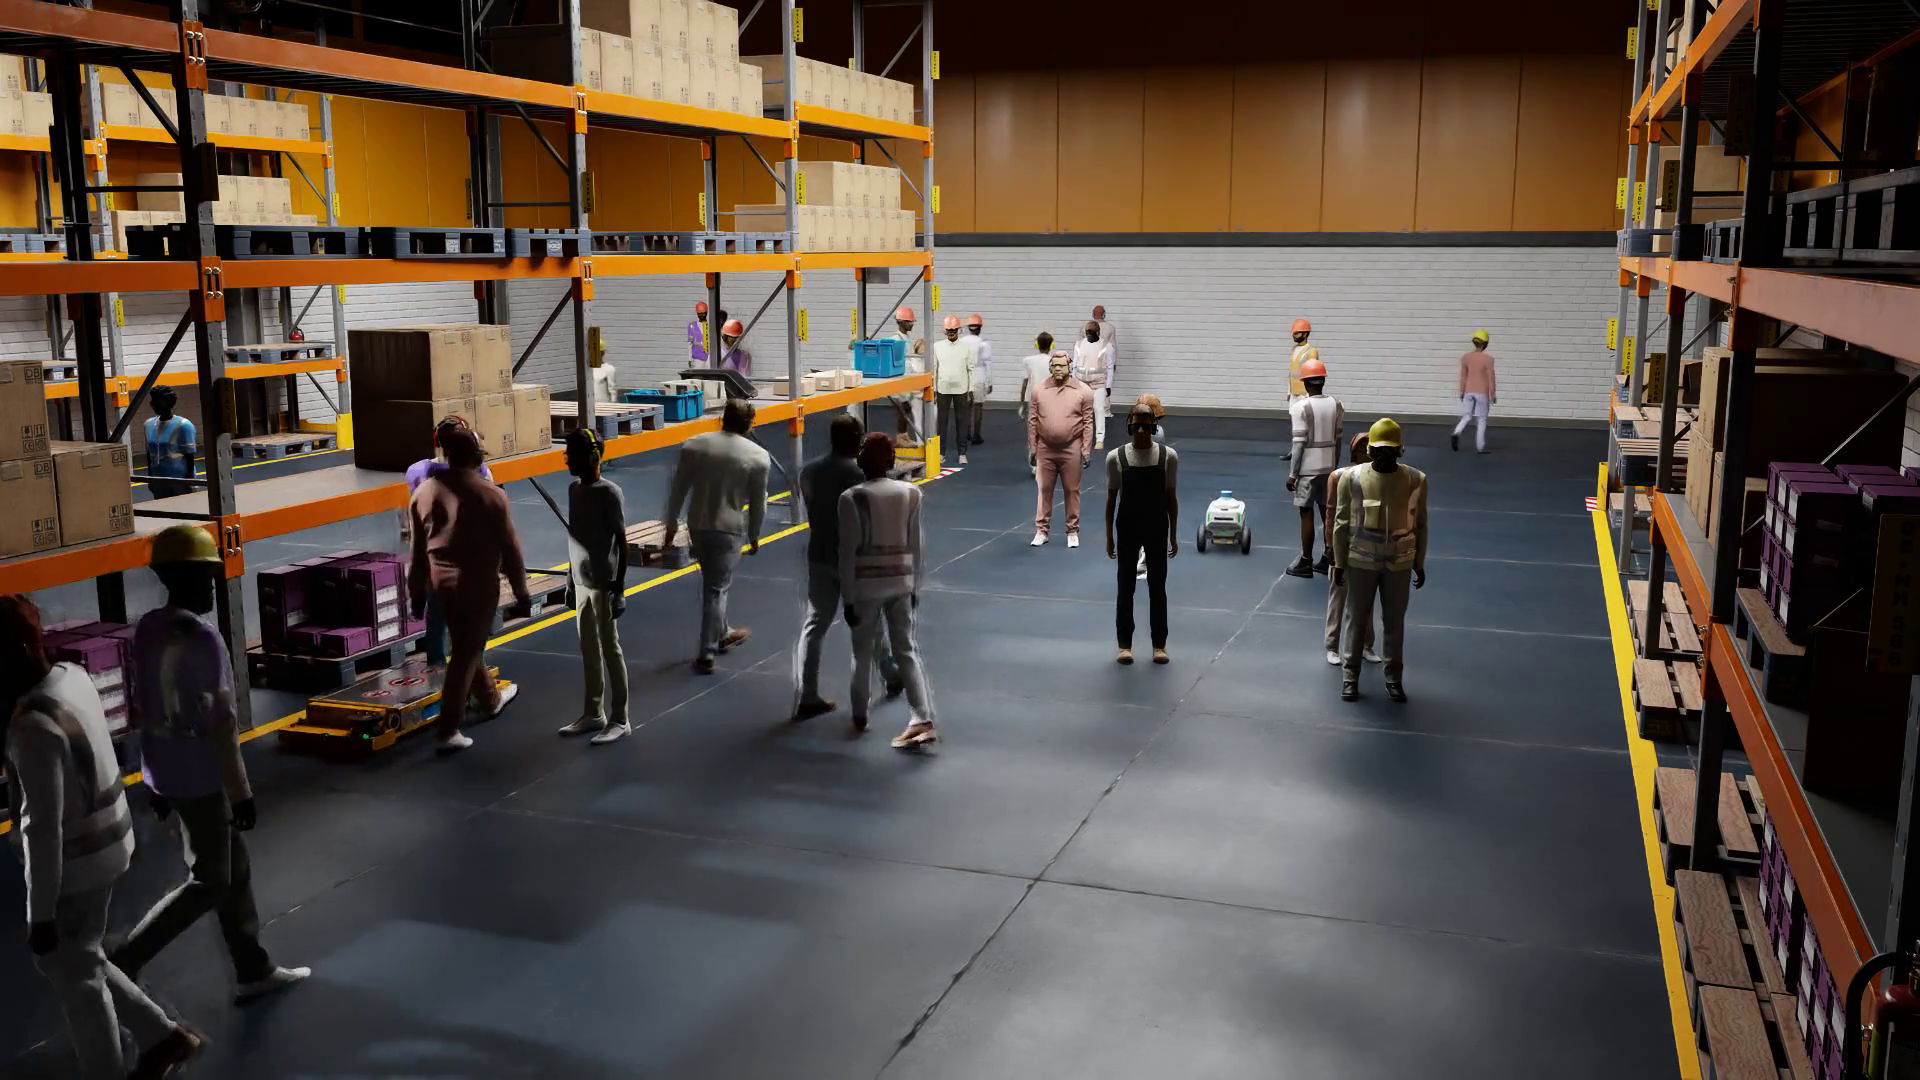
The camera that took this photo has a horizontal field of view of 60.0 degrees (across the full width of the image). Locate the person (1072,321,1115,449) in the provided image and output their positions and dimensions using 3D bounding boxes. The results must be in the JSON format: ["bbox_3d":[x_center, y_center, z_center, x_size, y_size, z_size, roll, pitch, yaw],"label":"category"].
[{"bbox_3d":[1.890,-2.219,23.896,0.622,1.838,0.429,4,11,23],"label":"person"}]

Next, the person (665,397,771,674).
[{"bbox_3d":[-1.646,-0.056,11.608,0.696,1.876,0.845,3,10,14],"label":"person"}]

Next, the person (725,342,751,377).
[{"bbox_3d":[-3.149,-2.027,23.022,0.542,1.750,0.575,6,12,30],"label":"person"}]

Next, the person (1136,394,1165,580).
[{"bbox_3d":[1.643,-0.468,14.601,0.282,1.633,0.498,-2,10,-14],"label":"person"}]

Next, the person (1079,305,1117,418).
[{"bbox_3d":[2.351,-3.018,28.195,0.641,1.908,0.407,3,11,18],"label":"person"}]

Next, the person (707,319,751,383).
[{"bbox_3d":[-2.742,-1.645,20.095,0.606,2.039,0.381,-10,14,-43],"label":"person"}]

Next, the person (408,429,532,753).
[{"bbox_3d":[-2.875,0.275,9.833,0.648,1.847,0.994,4,11,23],"label":"person"}]

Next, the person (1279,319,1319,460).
[{"bbox_3d":[4.576,-2.006,22.404,0.361,1.939,0.542,-4,11,-22],"label":"person"}]

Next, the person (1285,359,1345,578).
[{"bbox_3d":[3.108,-0.628,14.670,0.542,1.930,0.374,-5,11,-27],"label":"person"}]

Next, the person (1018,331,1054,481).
[{"bbox_3d":[1.046,-1.684,20.828,0.570,1.848,0.687,3,10,14],"label":"person"}]

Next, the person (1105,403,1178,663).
[{"bbox_3d":[1.270,-0.042,11.649,0.511,1.840,0.340,0,10,3],"label":"person"}]

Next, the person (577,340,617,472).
[{"bbox_3d":[-4.649,-1.749,21.490,0.538,1.744,0.688,3,11,18],"label":"person"}]

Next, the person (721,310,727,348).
[{"bbox_3d":[-3.758,-2.648,26.092,0.990,1.910,0.628,-4,11,-21],"label":"person"}]

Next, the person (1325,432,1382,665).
[{"bbox_3d":[2.791,0.056,11.631,0.515,1.642,0.314,-2,10,-9],"label":"person"}]

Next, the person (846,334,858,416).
[{"bbox_3d":[-1.453,-2.059,23.416,0.330,1.695,0.569,4,11,19],"label":"person"}]

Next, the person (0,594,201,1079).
[{"bbox_3d":[-2.861,1.057,5.378,0.451,1.857,0.660,-3,10,-16],"label":"person"}]

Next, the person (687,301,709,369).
[{"bbox_3d":[-4.503,-3.213,29.205,0.550,1.935,0.376,-1,10,-4],"label":"person"}]

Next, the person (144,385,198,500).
[{"bbox_3d":[-7.077,-0.556,14.948,0.533,1.690,0.322,3,10,16],"label":"person"}]

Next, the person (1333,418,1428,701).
[{"bbox_3d":[2.697,0.130,10.672,0.600,1.831,0.404,1,10,5],"label":"person"}]

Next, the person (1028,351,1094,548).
[{"bbox_3d":[0.964,-0.876,16.132,0.638,1.909,0.408,2,10,12],"label":"person"}]

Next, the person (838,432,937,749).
[{"bbox_3d":[-0.437,0.293,9.751,0.574,1.850,0.903,-5,11,-25],"label":"person"}]

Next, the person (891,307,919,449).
[{"bbox_3d":[-0.786,-2.337,24.026,0.424,2.034,0.632,2,10,9],"label":"person"}]

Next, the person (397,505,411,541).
[{"bbox_3d":[-5.413,-0.954,16.479,0.628,1.940,0.373,0,10,1],"label":"person"}]

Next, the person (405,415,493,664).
[{"bbox_3d":[-3.268,0.118,10.739,0.561,1.836,0.377,0,10,2],"label":"person"}]

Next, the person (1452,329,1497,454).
[{"bbox_3d":[7.200,-2.057,23.214,0.563,1.757,0.543,-7,12,-35],"label":"person"}]

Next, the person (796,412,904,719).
[{"bbox_3d":[-0.685,0.135,10.489,0.636,1.888,1.003,7,12,34],"label":"person"}]

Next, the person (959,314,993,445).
[{"bbox_3d":[0.220,-2.355,24.428,0.575,1.917,0.409,4,11,19],"label":"person"}]

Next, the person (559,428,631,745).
[{"bbox_3d":[-2.158,0.268,9.793,0.532,1.869,0.310,9,13,41],"label":"person"}]

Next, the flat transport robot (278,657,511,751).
[{"bbox_3d":[-3.448,0.985,10.253,0.652,0.197,1.431,3,11,18],"label":"flat transport robot"}]

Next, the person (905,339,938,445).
[{"bbox_3d":[-0.506,-1.993,23.236,0.537,1.609,0.574,-1,10,-6],"label":"person"}]

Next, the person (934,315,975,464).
[{"bbox_3d":[-0.104,-2.011,22.275,0.613,1.994,0.382,0,10,1],"label":"person"}]

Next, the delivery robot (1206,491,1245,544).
[{"bbox_3d":[2.562,-0.229,16.029,0.477,0.478,0.707,2,10,12],"label":"delivery robot"}]

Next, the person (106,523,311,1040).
[{"bbox_3d":[-2.950,0.890,6.266,0.807,1.884,0.638,-9,13,-41],"label":"person"}]
